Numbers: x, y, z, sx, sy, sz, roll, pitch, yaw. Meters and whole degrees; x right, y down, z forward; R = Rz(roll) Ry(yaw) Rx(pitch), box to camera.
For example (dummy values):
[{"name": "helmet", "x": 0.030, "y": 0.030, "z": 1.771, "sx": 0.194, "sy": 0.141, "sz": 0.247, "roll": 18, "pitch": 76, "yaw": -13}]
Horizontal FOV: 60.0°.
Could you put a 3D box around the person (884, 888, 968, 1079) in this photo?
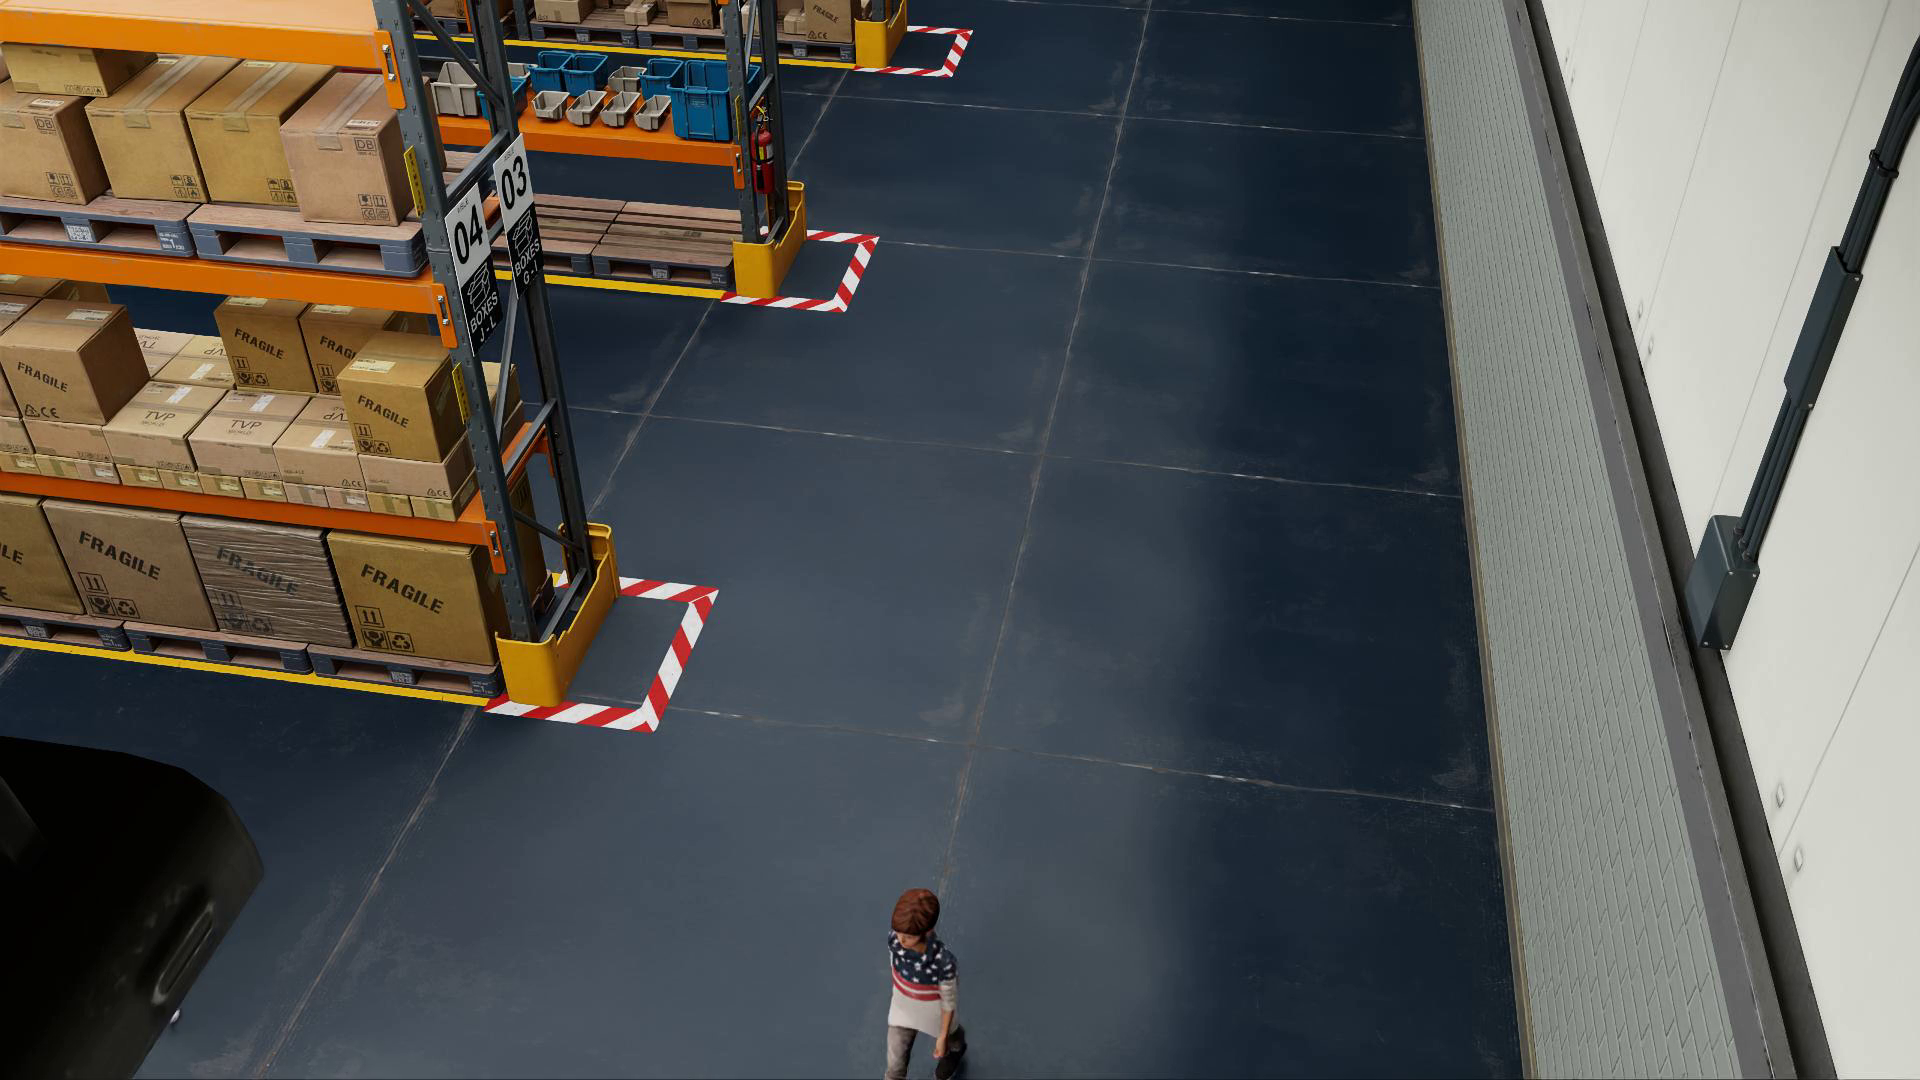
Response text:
[{"name": "person", "x": -0.125, "y": 2.054, "z": 7.506, "sx": 0.950, "sy": 1.408, "sz": 0.783, "roll": 19, "pitch": 42, "yaw": 22}]
